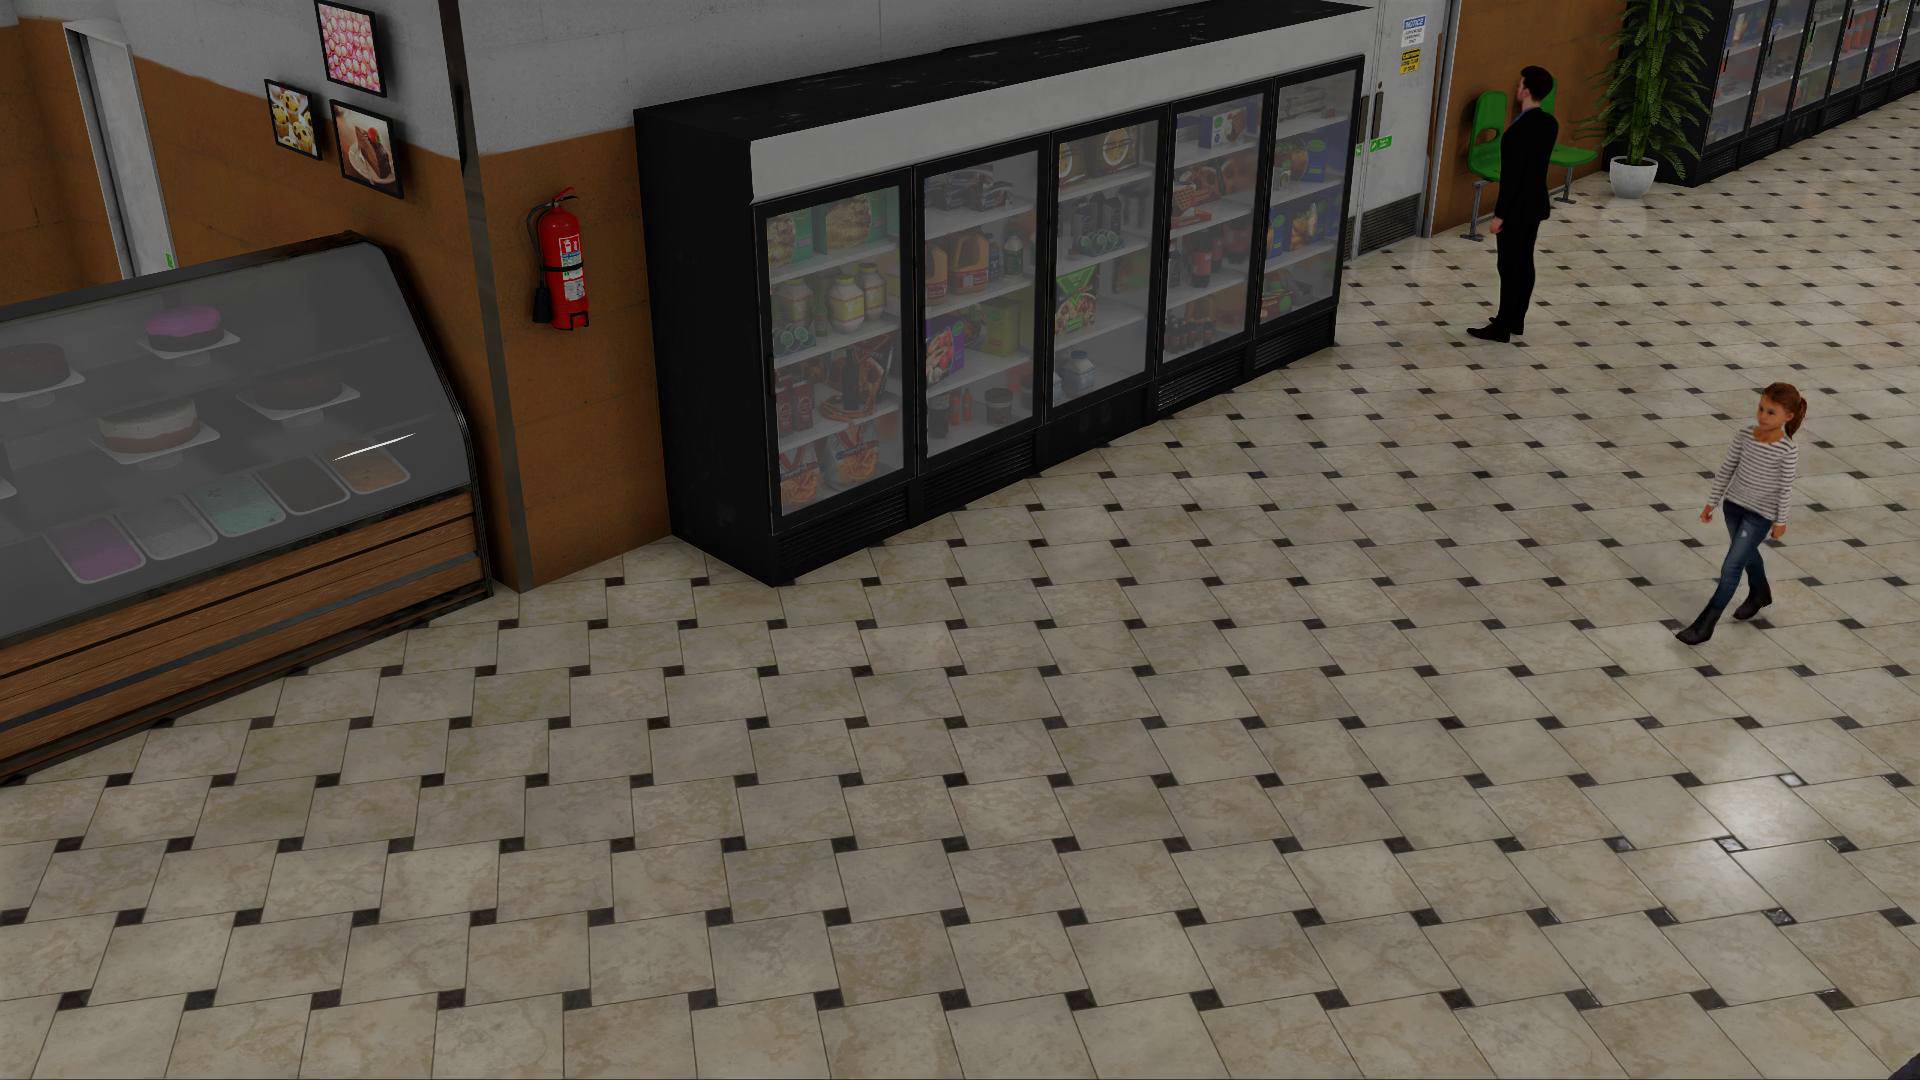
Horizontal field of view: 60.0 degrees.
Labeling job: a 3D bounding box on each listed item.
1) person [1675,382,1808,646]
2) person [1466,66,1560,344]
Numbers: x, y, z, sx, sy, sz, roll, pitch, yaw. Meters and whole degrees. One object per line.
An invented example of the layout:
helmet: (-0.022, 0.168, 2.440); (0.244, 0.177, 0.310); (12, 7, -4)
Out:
person: (3.785, -0.137, 7.876); (0.724, 1.288, 0.916); (-13, 30, -24)
person: (3.876, -2.308, 11.486); (0.680, 1.893, 0.596); (-23, 35, -38)
